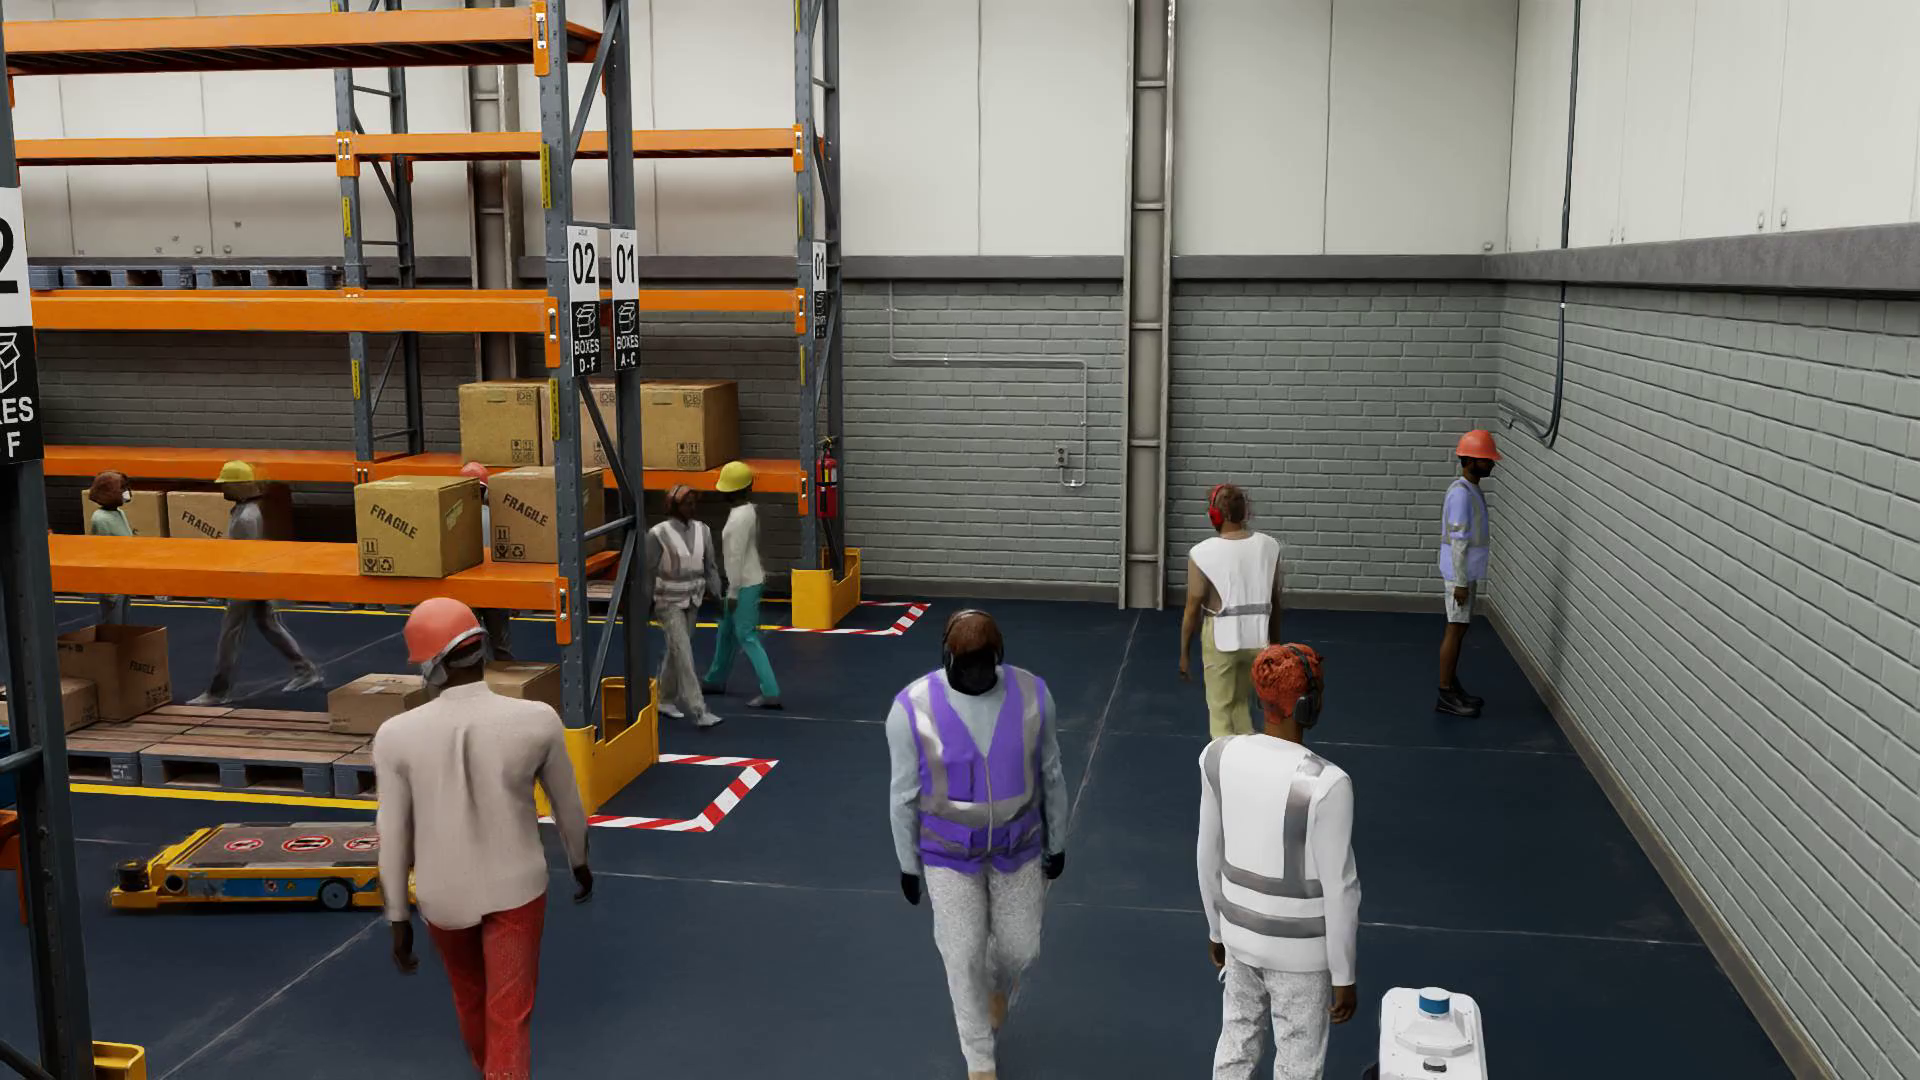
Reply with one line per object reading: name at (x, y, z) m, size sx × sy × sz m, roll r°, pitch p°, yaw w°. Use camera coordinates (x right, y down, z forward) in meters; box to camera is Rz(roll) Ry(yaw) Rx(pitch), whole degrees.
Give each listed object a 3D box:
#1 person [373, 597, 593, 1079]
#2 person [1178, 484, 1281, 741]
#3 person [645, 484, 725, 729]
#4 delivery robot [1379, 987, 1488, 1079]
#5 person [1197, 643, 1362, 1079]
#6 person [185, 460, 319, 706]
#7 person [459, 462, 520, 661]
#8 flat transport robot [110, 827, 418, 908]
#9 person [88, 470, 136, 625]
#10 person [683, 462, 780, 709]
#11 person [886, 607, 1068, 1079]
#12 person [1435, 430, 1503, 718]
person at (-1.568, 1.138, 5.550) m, size 0.648 × 1.921 × 1.046 m, roll -1°, pitch 9°, yaw -7°
person at (1.504, 0.601, 9.207) m, size 0.610 × 1.824 × 0.452 m, roll -4°, pitch 10°, yaw -24°
person at (-1.763, 0.435, 10.914) m, size 0.822 × 1.594 × 0.541 m, roll 7°, pitch 12°, yaw 38°
delivery robot at (1.602, 1.764, 5.647) m, size 0.477 × 0.478 × 0.707 m, roll 2°, pitch 9°, yaw 14°
person at (0.977, 1.241, 5.079) m, size 0.356 × 1.883 × 0.572 m, roll -8°, pitch 12°, yaw -40°
person at (-4.953, 0.281, 11.606) m, size 0.776 × 1.717 × 0.498 m, roll -4°, pitch 10°, yaw -24°
person at (-3.163, 0.361, 10.936) m, size 0.572 × 1.749 × 0.343 m, roll -6°, pitch 11°, yaw -32°
flat transport robot at (-3.242, 1.564, 8.056) m, size 1.431 × 0.197 × 0.652 m, roll 0°, pitch 9°, yaw -1°
person at (-5.836, 0.325, 11.525) m, size 0.279 × 1.634 × 0.498 m, roll -2°, pitch 9°, yaw -12°
person at (-1.575, 0.302, 11.457) m, size 0.680 × 1.710 × 0.583 m, roll -1°, pitch 9°, yaw -4°
person at (0.052, 1.112, 6.088) m, size 0.666 × 1.816 × 0.617 m, roll -2°, pitch 9°, yaw -10°
person at (3.443, 0.218, 11.253) m, size 0.373 × 1.934 × 0.551 m, roll 4°, pitch 10°, yaw 23°
